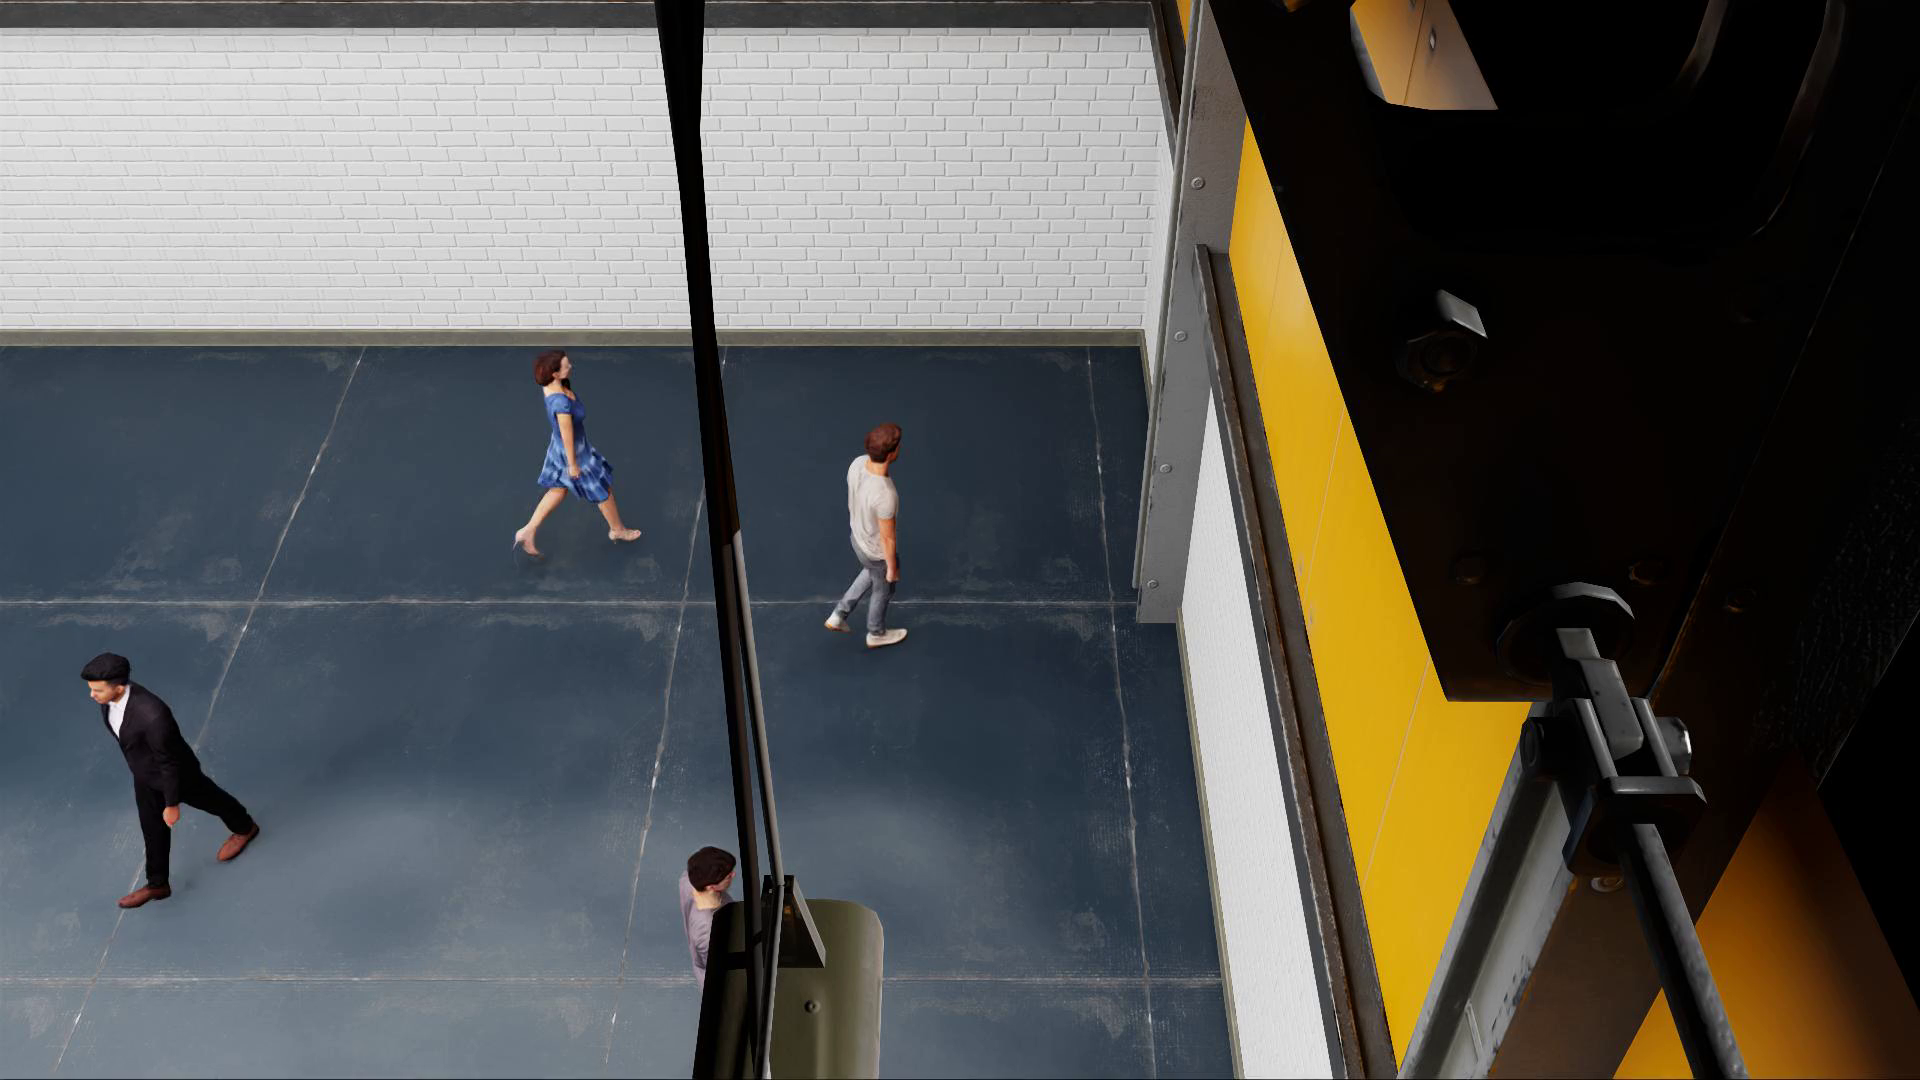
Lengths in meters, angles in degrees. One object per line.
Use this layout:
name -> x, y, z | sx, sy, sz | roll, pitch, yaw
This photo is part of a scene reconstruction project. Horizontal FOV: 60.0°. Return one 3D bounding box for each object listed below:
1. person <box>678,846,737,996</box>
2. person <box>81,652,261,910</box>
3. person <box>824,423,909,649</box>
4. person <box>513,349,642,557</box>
person -> -1.225, 2.183, 8.481 | 0.801, 1.850, 0.621 | -15, 46, -15
person -> -4.423, 1.248, 9.467 | 1.097, 1.842, 1.242 | 24, 49, 23
person -> -0.623, 0.047, 10.708 | 0.941, 1.870, 0.891 | -19, 47, -19
person -> -2.733, -0.538, 11.393 | 1.023, 1.773, 1.148 | -20, 47, -20
